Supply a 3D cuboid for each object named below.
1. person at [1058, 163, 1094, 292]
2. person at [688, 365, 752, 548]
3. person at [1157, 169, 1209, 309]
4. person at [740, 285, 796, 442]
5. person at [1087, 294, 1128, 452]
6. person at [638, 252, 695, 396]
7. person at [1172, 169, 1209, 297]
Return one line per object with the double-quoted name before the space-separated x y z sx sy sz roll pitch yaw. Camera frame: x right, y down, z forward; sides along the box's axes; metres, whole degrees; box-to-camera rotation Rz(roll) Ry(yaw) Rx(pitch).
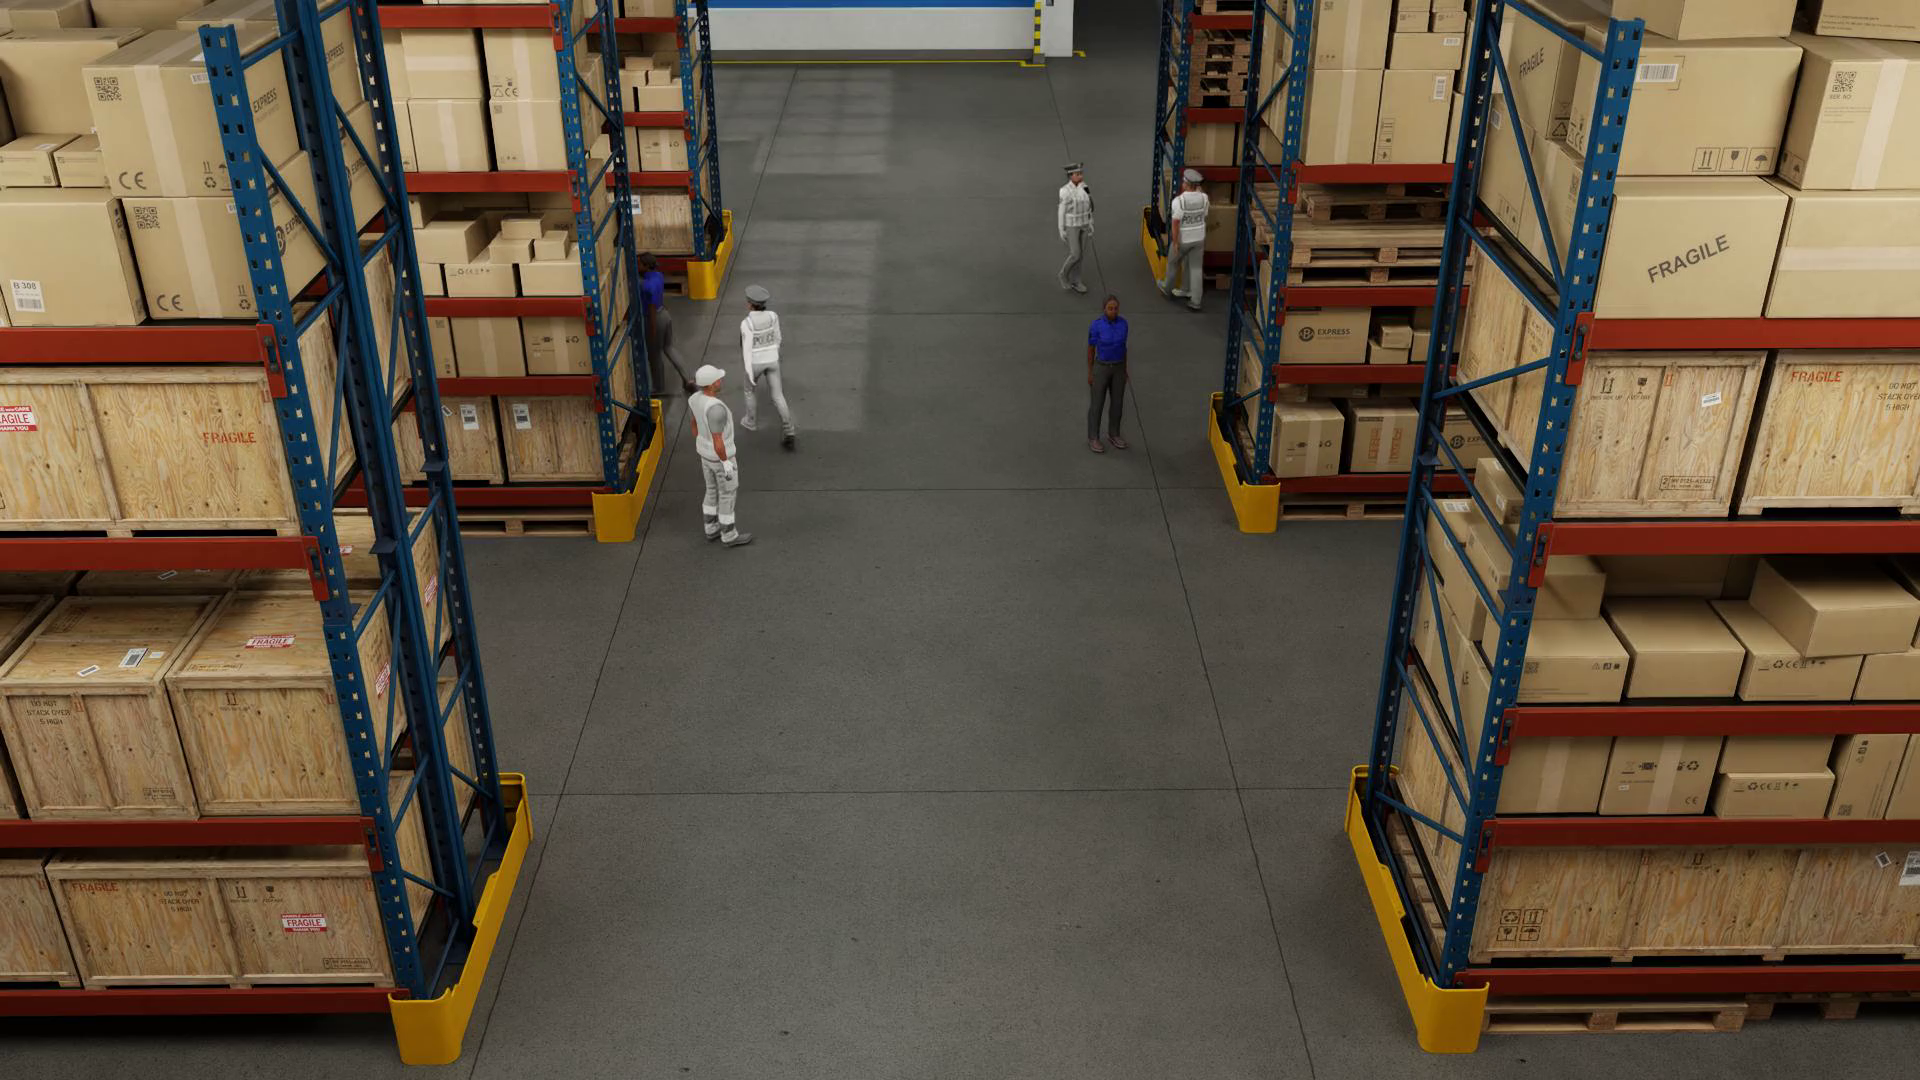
"person" 1.529 -4.048 21.495 0.497 1.692 0.431 -21 35 -34
"person" -2.217 -0.793 15.354 0.398 1.792 0.548 -20 34 -33
"person" 2.835 -3.864 21.063 0.540 1.743 0.928 -7 29 -13
"person" -2.062 -1.852 17.471 0.484 1.650 0.922 -15 32 -26
"person" 1.553 -1.740 17.258 0.438 1.657 0.348 -10 30 -18
"person" -3.312 -2.402 18.476 0.600 1.660 0.481 6 29 11
"person" 2.887 -3.951 21.317 0.527 1.680 0.524 3 28 5
